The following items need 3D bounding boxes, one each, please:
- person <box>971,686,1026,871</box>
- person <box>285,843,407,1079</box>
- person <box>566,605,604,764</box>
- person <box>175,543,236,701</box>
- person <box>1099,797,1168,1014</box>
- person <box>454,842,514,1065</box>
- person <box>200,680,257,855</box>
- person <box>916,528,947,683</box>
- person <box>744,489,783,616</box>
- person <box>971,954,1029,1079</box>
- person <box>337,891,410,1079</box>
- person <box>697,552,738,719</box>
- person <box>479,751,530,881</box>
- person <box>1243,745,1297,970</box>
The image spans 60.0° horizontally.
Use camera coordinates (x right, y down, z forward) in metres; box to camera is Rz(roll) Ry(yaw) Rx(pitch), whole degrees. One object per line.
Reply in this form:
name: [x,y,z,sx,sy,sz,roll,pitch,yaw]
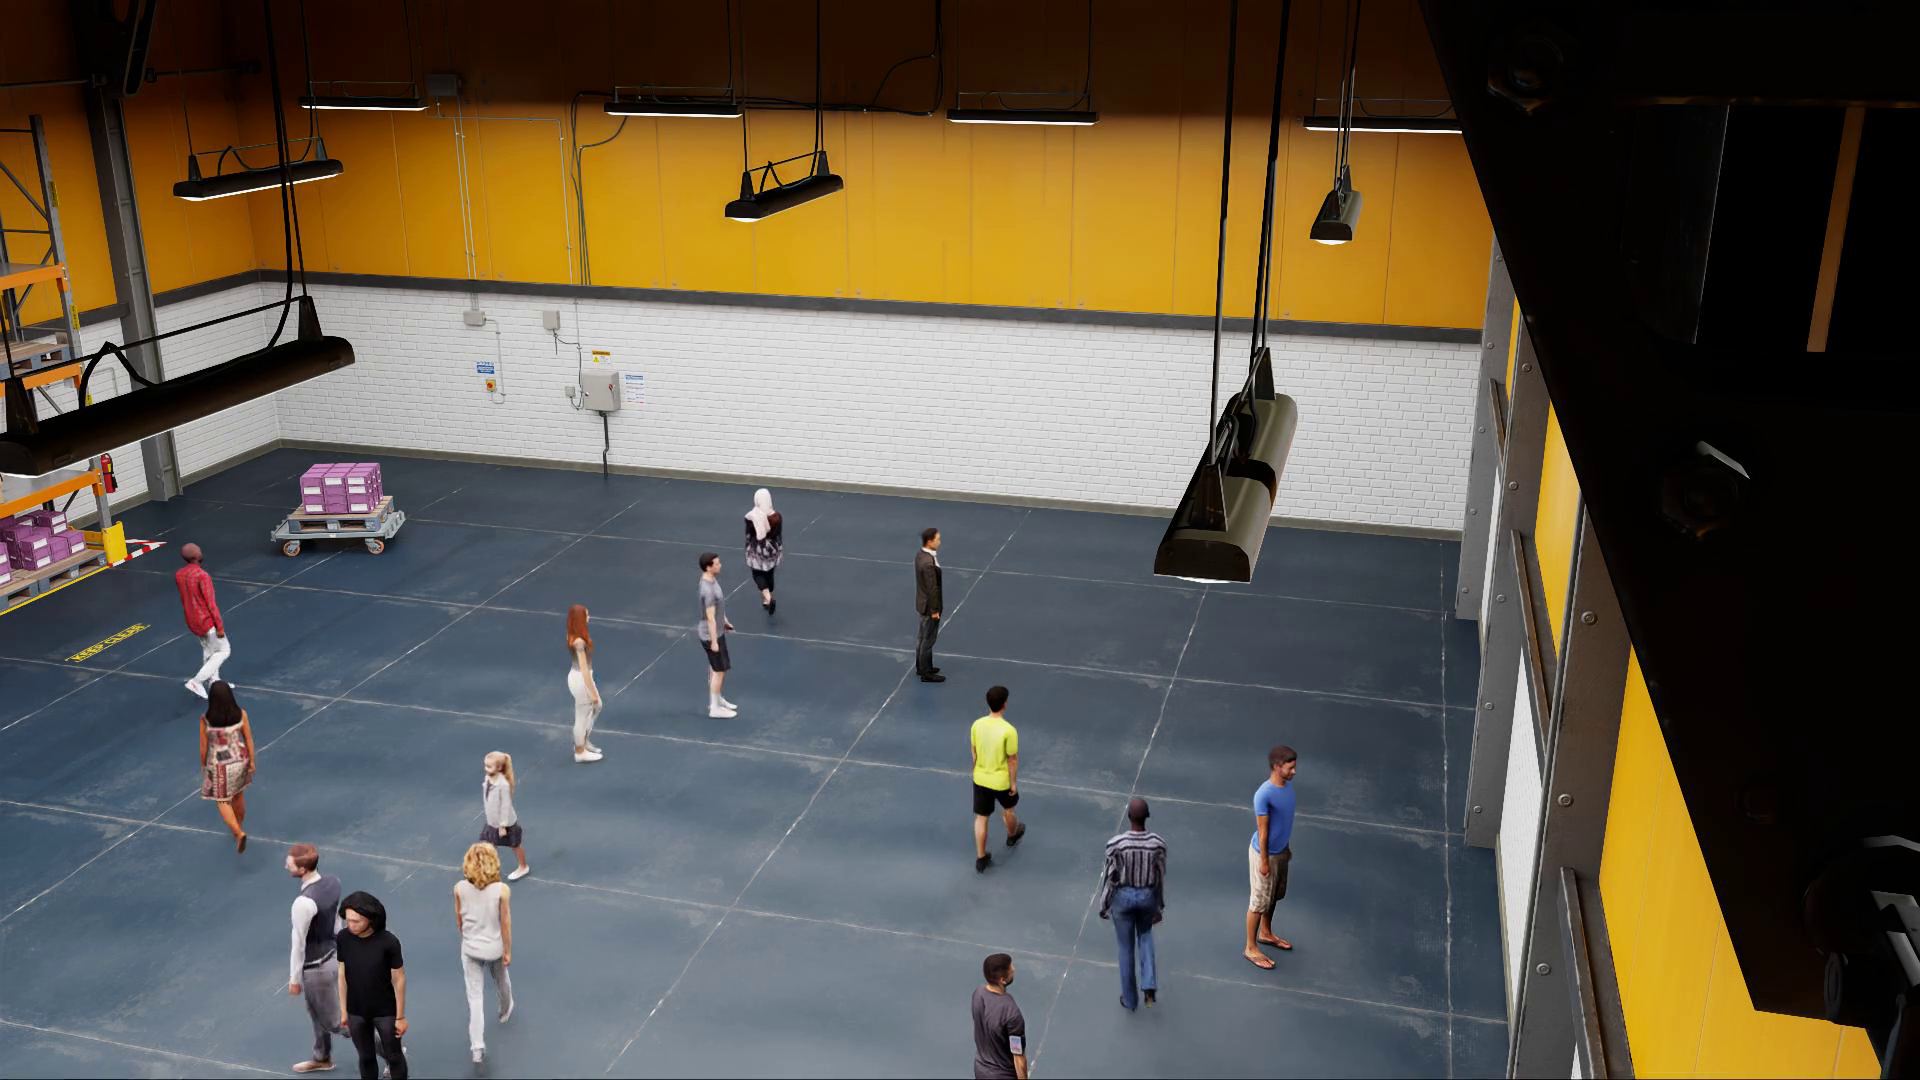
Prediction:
person: [0.269,2.153,14.840,0.742,1.678,1.026,8,20,21]
person: [-4.452,3.037,11.839,0.890,1.918,1.144,0,19,1]
person: [-3.911,1.468,16.817,0.780,1.714,0.679,-6,20,-17]
person: [-8.377,0.922,18.287,0.814,1.811,0.947,11,22,30]
person: [1.348,2.835,12.645,0.763,1.787,0.788,-4,19,-11]
person: [-3.538,3.052,12.249,0.853,1.627,1.175,-2,19,-5]
person: [-6.648,2.079,15.134,1.021,1.631,1.041,-13,23,-34]
person: [-0.363,0.719,18.910,0.817,1.799,0.667,-5,19,-14]
person: [-2.435,0.177,20.801,0.948,1.617,1.043,-8,20,-22]
person: [0.246,3.470,10.795,0.756,1.764,0.723,-13,23,-35]
person: [-4.042,3.206,11.475,0.655,1.831,0.552,3,19,8]
person: [-2.708,0.996,17.983,0.829,1.865,0.702,-1,19,-3]
person: [-3.993,2.441,14.658,0.740,1.248,0.913,15,24,38]
person: [2.512,2.512,13.481,0.788,1.865,0.641,13,23,35]
